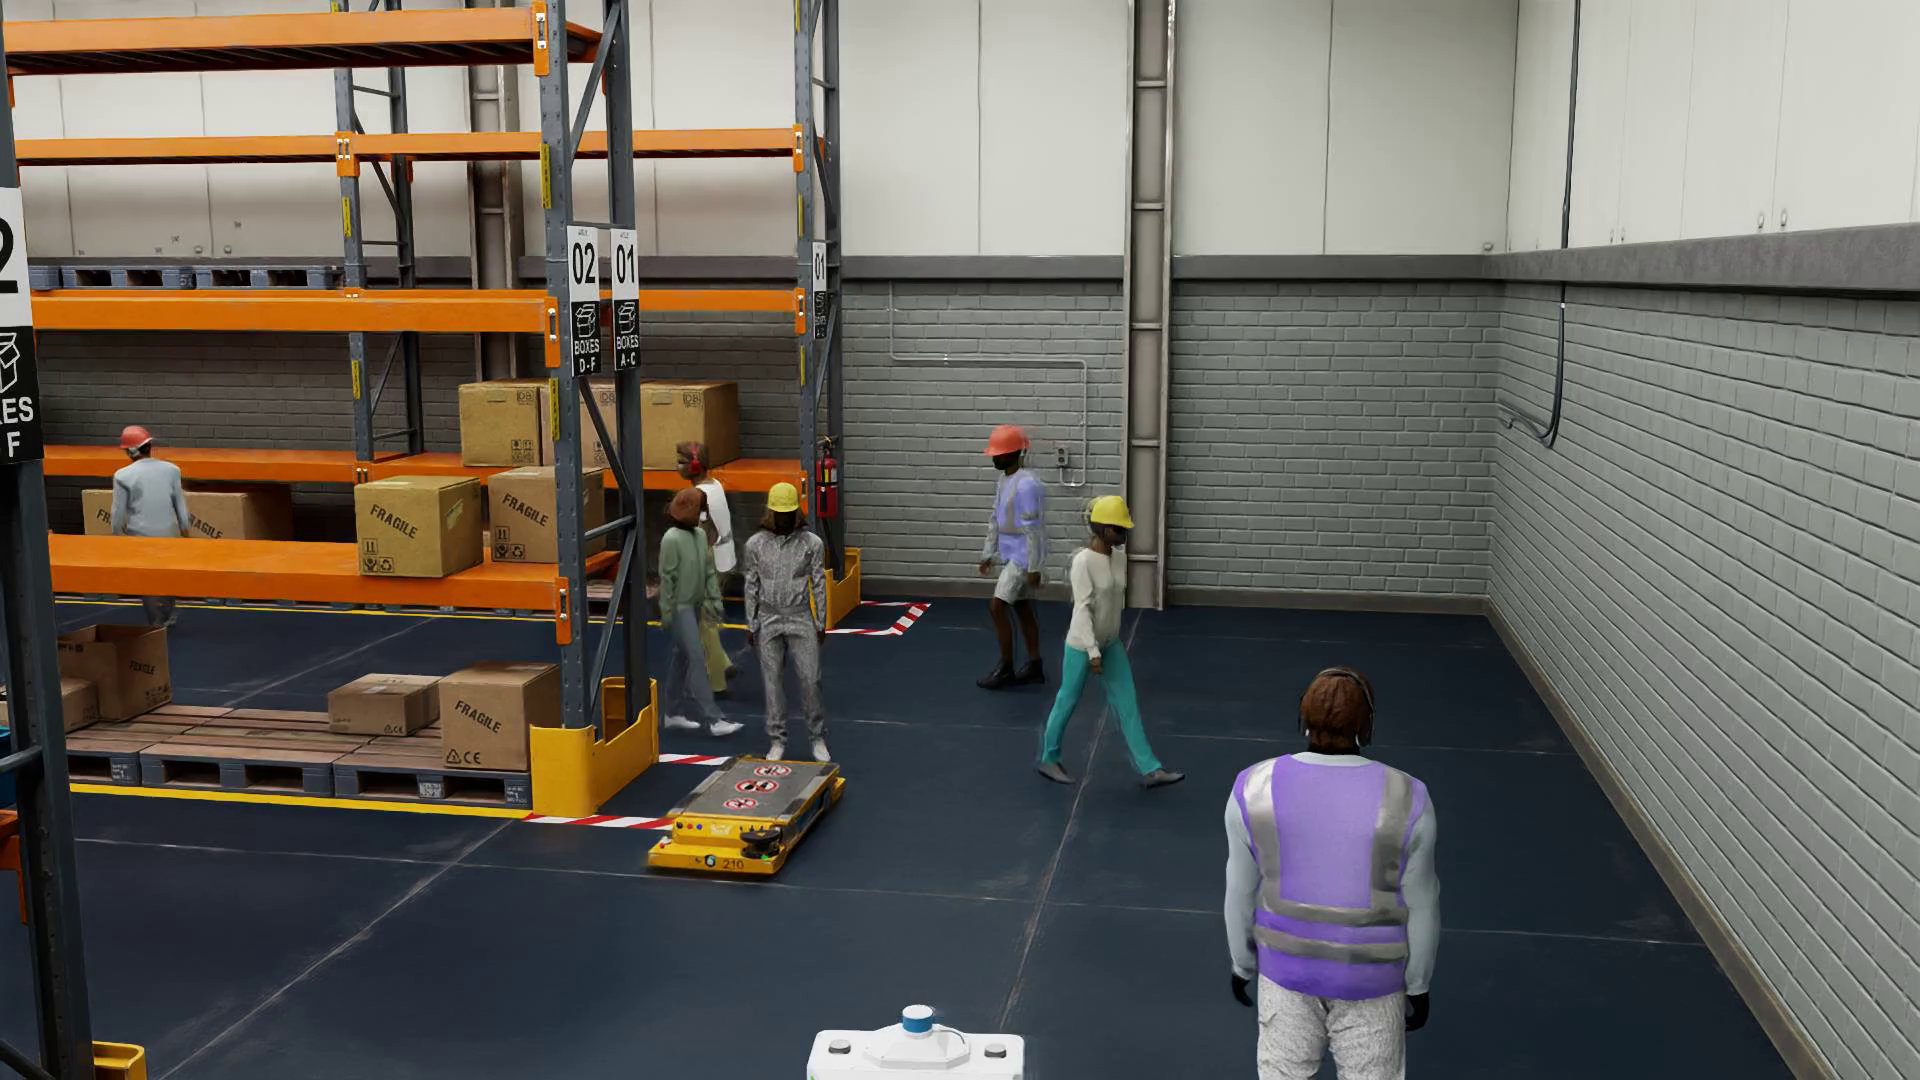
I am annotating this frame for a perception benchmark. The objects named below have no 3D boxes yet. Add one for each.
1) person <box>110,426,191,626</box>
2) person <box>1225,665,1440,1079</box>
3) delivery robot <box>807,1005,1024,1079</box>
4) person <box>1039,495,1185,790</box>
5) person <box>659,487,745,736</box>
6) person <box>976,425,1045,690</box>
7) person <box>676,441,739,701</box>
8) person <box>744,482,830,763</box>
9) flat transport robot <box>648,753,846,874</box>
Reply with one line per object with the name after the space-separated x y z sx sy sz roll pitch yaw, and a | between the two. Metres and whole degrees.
-6.769 -0.089 13.807 0.588 1.720 0.602 7 11 36 | person
1.104 1.281 4.954 0.619 1.845 0.430 3 10 20 | person
-0.138 1.786 5.508 0.707 0.478 0.477 1 9 3 | delivery robot
0.832 0.605 9.541 0.917 1.720 0.543 8 12 41 | person
-1.642 0.463 10.723 0.707 1.605 0.517 3 10 17 | person
0.333 0.128 11.881 0.656 1.909 0.584 -2 9 -13 | person
-1.785 0.222 11.566 0.449 1.825 0.595 0 9 1 | person
-1.052 0.509 10.089 0.500 1.734 0.312 0 9 -2 | person
-1.101 1.431 8.882 0.652 0.197 1.431 2 9 10 | flat transport robot
